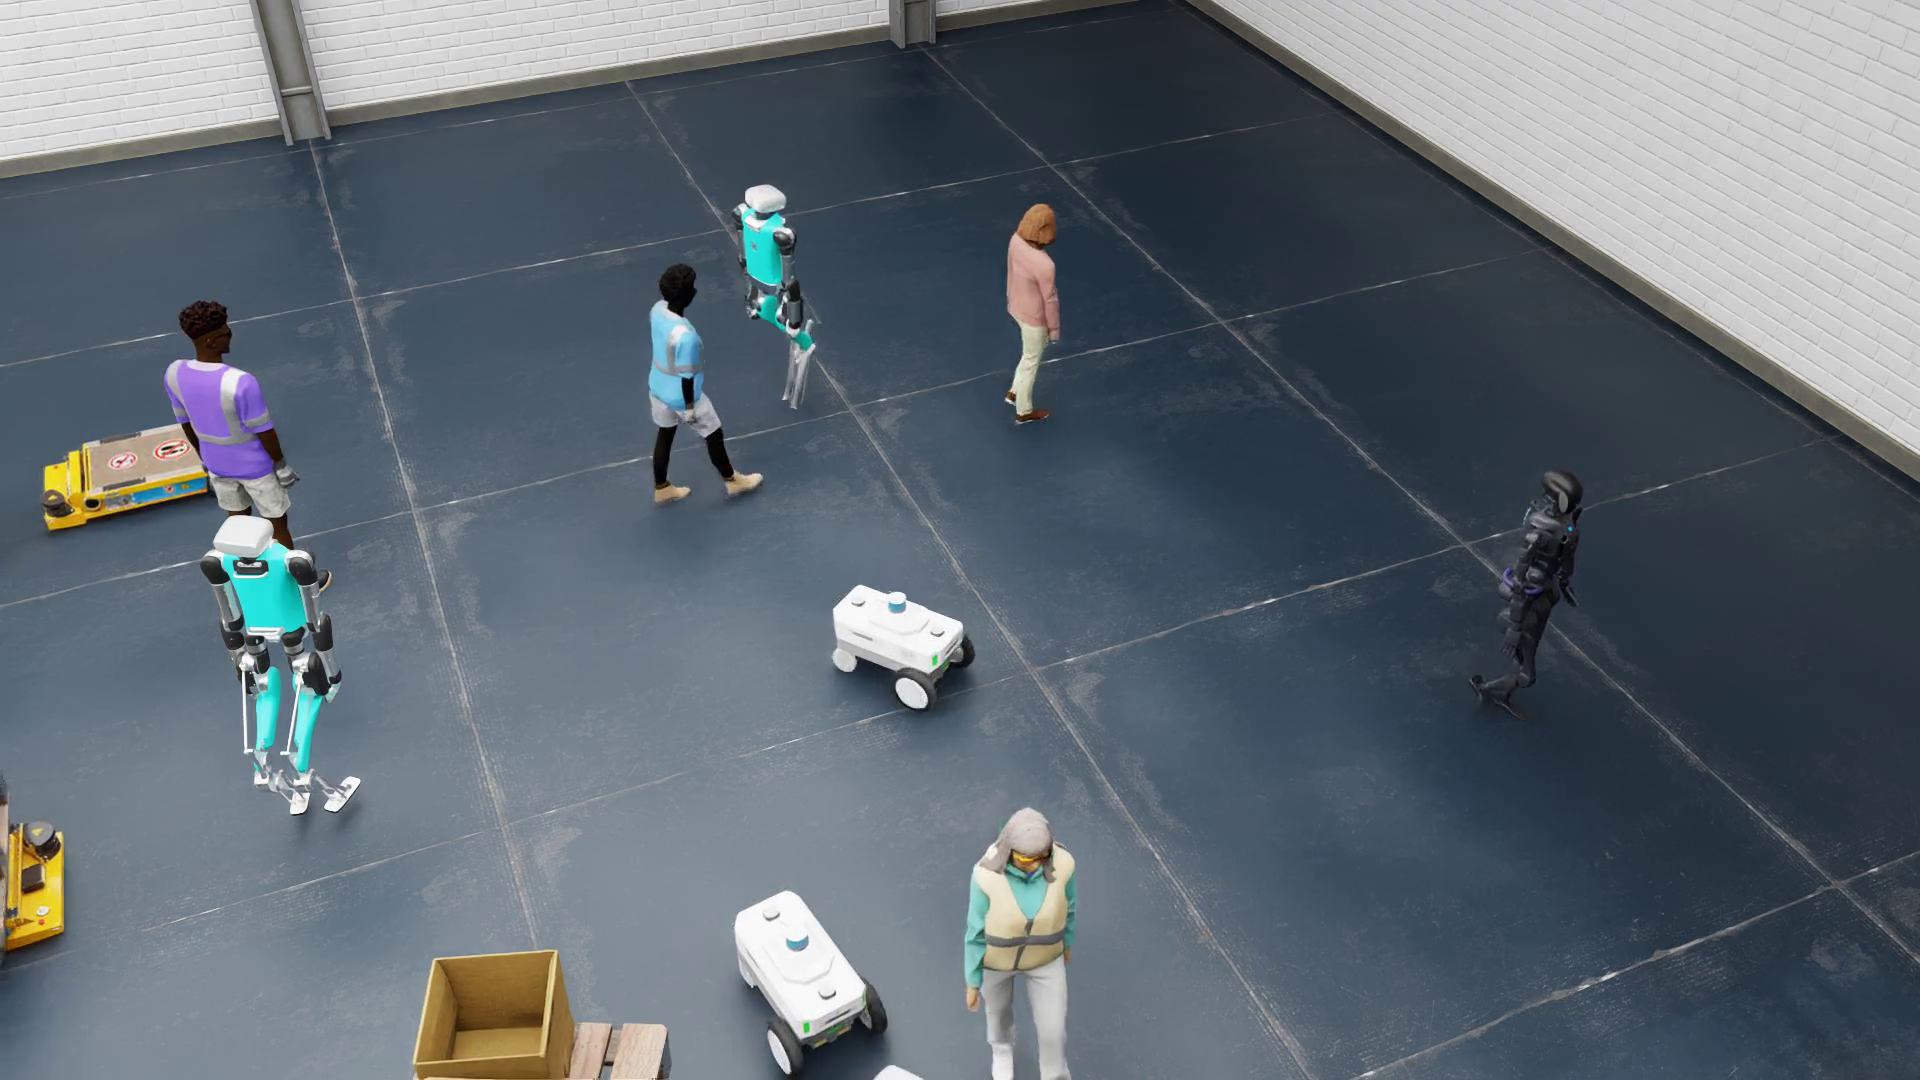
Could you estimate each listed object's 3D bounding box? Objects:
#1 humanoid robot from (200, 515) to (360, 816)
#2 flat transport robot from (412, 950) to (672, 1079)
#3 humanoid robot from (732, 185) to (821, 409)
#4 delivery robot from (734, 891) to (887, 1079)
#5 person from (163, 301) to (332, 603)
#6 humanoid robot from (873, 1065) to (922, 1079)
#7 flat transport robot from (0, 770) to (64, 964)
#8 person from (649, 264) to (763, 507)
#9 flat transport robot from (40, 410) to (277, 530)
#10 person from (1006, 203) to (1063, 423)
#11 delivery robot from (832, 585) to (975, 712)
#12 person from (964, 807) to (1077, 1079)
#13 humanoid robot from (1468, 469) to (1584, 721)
[{"bbox_3d":[-3.314,0.728,8.011,0.533,1.677,0.735,1,38,2],"label":"humanoid robot"},{"bbox_3d":[-1.786,2.675,6.792,1.431,0.231,0.659,2,38,2],"label":"flat transport robot"},{"bbox_3d":[-1.110,-1.601,11.217,0.556,1.827,0.709,29,46,32],"label":"humanoid robot"},{"bbox_3d":[-0.707,1.976,7.481,0.499,0.613,0.811,-22,43,-26],"label":"delivery robot"},{"bbox_3d":[-4.099,-0.469,9.497,0.601,1.961,0.371,11,39,14],"label":"person"},{"bbox_3d":[-0.094,2.342,5.997,0.531,1.746,0.716,16,40,20],"label":"humanoid robot"},{"bbox_3d":[-5.065,1.807,7.921,1.431,0.231,0.659,-15,40,-18],"label":"flat transport robot"},{"bbox_3d":[-1.654,-0.968,10.389,0.769,1.657,0.535,-24,43,-28],"label":"person"},{"bbox_3d":[-5.218,-0.479,10.897,1.431,0.231,0.659,-15,40,-19],"label":"flat transport robot"},{"bbox_3d":[0.511,-1.501,11.110,0.359,1.619,0.529,-17,41,-21],"label":"person"},{"bbox_3d":[-0.325,0.566,9.314,0.797,0.608,0.499,19,42,23],"label":"delivery robot"},{"bbox_3d":[0.258,1.789,6.776,0.485,1.691,0.655,-5,38,-6],"label":"person"},{"bbox_3d":[3.006,0.298,8.729,0.379,1.652,0.592,30,47,33],"label":"humanoid robot"}]
